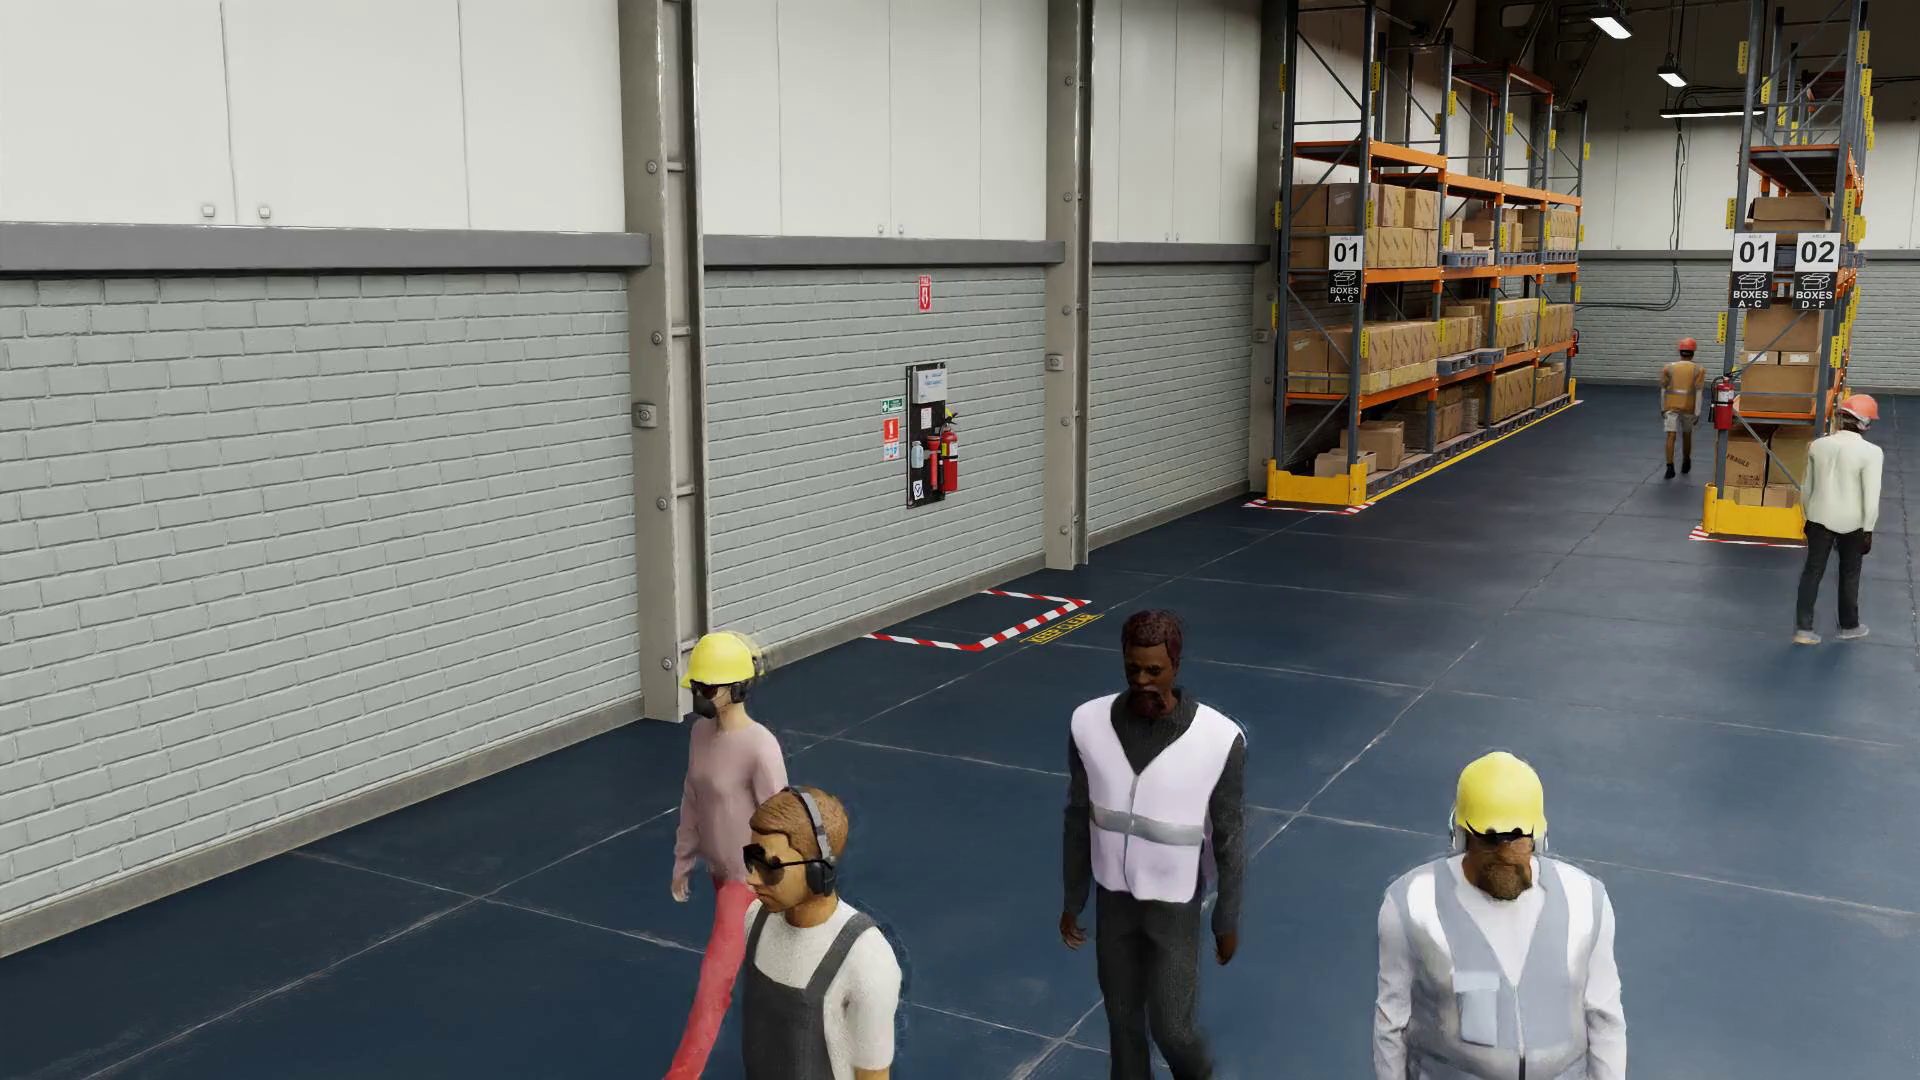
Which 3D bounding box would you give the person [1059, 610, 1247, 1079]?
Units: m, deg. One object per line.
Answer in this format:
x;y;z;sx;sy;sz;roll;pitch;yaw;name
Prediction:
0.606;1.149;5.337;0.590;1.904;0.435;5;11;29;person

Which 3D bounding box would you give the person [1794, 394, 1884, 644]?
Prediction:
6.786;-0.148;12.853;1.001;1.933;0.636;-7;12;-34;person

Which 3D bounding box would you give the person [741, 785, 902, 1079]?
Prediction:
-0.306;1.434;3.878;0.570;1.830;0.507;-9;13;-42;person

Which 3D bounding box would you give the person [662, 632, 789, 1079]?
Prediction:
-0.829;1.164;5.734;0.920;1.715;0.546;-7;12;-34;person

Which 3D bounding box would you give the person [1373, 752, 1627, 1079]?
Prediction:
1.356;1.385;4.261;0.587;1.803;0.892;0;10;1;person

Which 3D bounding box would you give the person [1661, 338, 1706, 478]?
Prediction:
9.846;-1.808;22.688;0.547;1.884;0.996;5;11;27;person
